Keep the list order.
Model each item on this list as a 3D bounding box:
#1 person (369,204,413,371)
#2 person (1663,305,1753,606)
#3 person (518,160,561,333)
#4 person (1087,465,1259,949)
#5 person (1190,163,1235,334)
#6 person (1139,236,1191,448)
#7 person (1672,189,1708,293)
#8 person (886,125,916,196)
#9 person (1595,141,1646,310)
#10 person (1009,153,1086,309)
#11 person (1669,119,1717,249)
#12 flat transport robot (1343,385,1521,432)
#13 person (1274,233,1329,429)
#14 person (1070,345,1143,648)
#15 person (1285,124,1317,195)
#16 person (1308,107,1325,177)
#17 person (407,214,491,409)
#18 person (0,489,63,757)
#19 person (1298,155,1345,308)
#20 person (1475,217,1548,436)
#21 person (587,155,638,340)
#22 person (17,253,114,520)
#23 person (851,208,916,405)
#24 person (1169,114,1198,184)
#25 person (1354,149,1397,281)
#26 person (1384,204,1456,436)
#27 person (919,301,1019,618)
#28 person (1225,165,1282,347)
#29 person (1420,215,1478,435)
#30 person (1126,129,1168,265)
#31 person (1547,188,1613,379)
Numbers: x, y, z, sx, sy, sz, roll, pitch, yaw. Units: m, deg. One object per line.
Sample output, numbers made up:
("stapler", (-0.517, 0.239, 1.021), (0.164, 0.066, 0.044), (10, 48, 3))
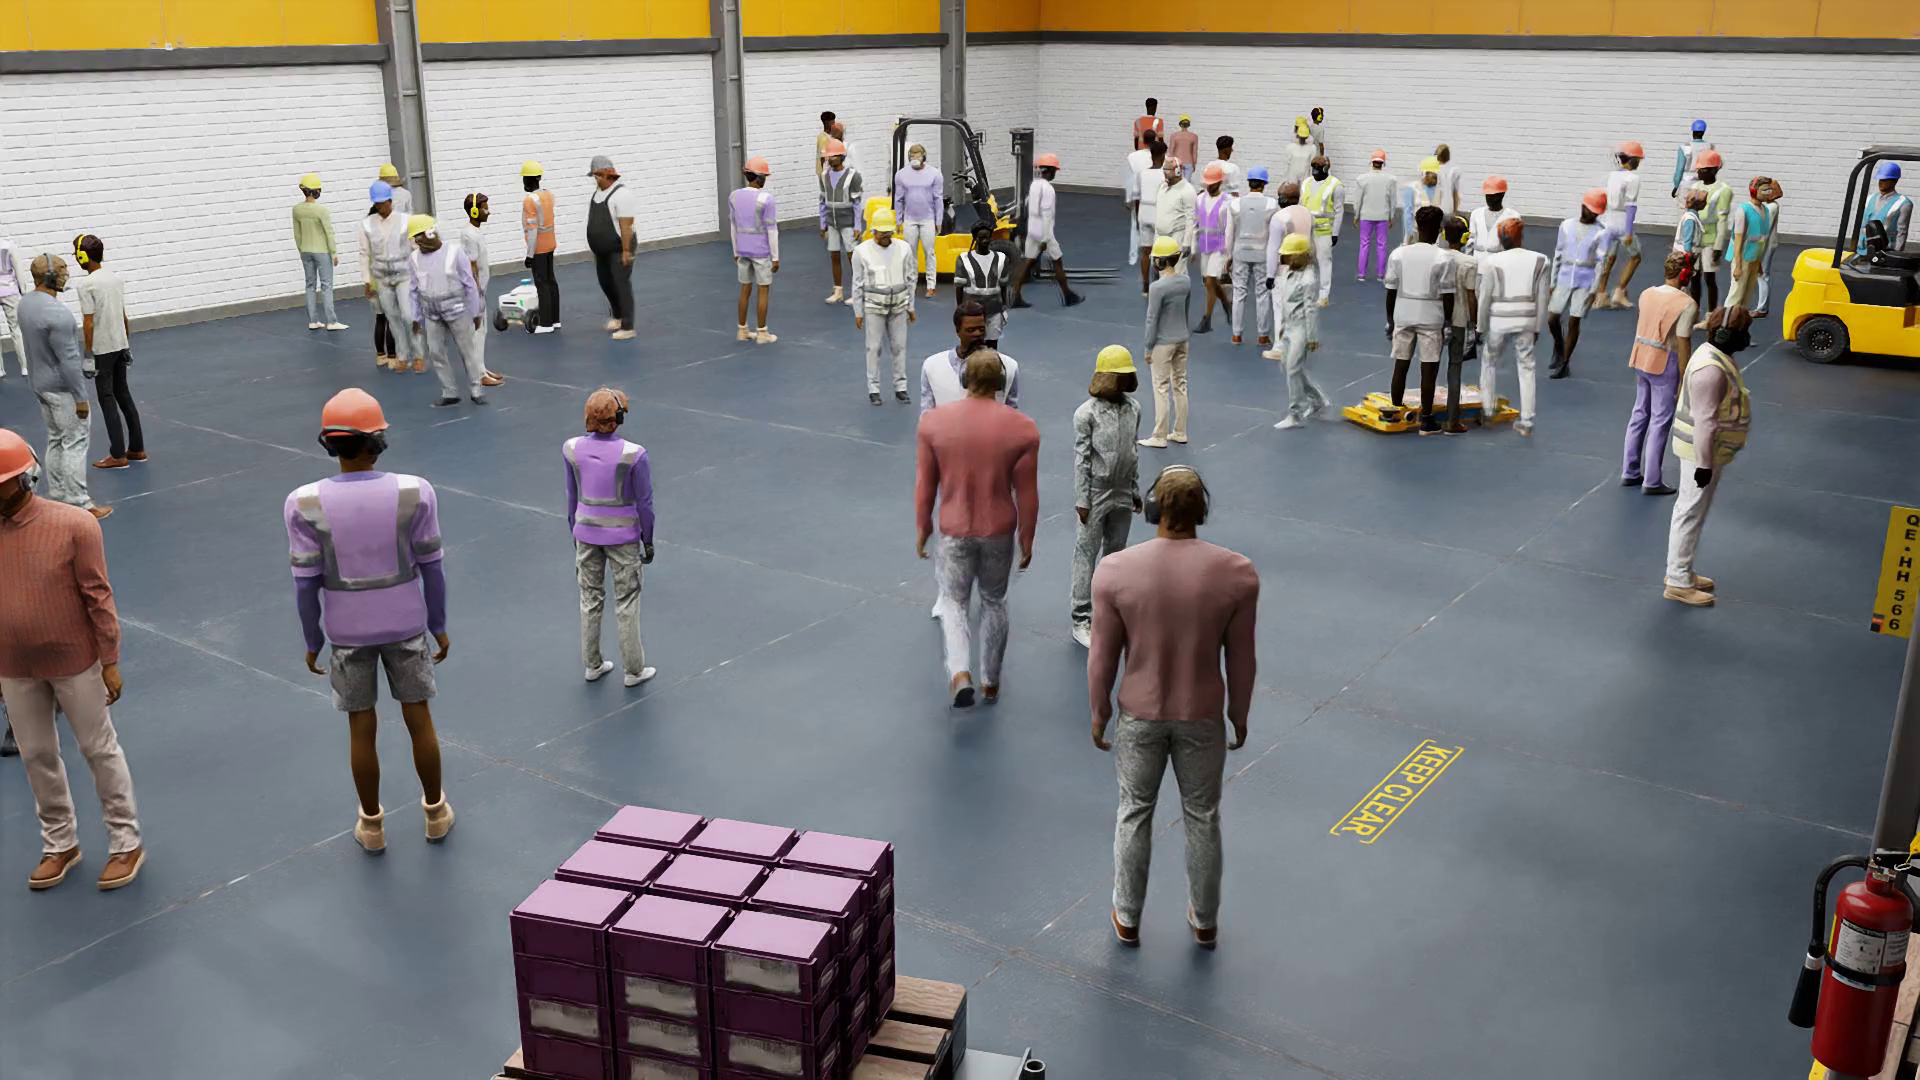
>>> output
("person", (-5.823, -2.564, 16.853), (0.537, 1.690, 0.321), (15, 23, 38))
("person", (4.609, -0.532, 10.243), (0.429, 1.842, 0.629), (8, 20, 24))
("person", (-4.750, -3.299, 18.758), (0.366, 1.927, 0.584), (3, 18, 10))
("person", (0.803, 0.660, 6.379), (0.637, 1.931, 0.369), (1, 18, 5))
("person", (2.949, -3.329, 18.916), (0.821, 1.903, 0.583), (-17, 24, -42))
("person", (1.710, -1.642, 13.853), (0.526, 1.762, 0.343), (-16, 24, -41))
("person", (8.130, -3.104, 18.627), (0.313, 1.633, 0.525), (8, 19, 24))
("person", (-0.891, -5.606, 26.084), (0.673, 1.874, 0.876), (8, 19, 23))
("person", (8.042, -3.785, 20.128), (0.601, 2.019, 0.646), (-4, 18, -13))
("person", (1.028, -3.764, 20.323), (1.000, 1.875, 0.539), (-9, 20, -26))
("person", (11.112, -5.382, 25.239), (0.612, 1.946, 0.405), (-1, 18, -3))
("flat transport robot", (4.214, -1.188, 14.832), (1.431, 0.197, 0.652), (-7, 19, -20))
("person", (2.991, -1.821, 14.474), (0.605, 1.712, 0.506), (-4, 18, -13))
("person", (0.857, -0.254, 9.528), (0.484, 1.746, 0.291), (-14, 22, -36))
("person", (5.640, -6.030, 27.618), (0.528, 1.740, 0.535), (2, 18, 5))
("person", (6.323, -6.761, 29.681), (0.317, 1.870, 0.531), (-11, 21, -31))
("person", (-4.670, -2.067, 15.152), (0.657, 1.787, 0.465), (3, 18, 11))
("person", (-4.722, 0.126, 8.059), (0.587, 1.916, 0.498), (-4, 18, -11))
("person", (4.379, -3.788, 20.426), (0.429, 1.842, 0.635), (-16, 23, -40))
("person", (4.729, -1.844, 14.356), (0.583, 1.852, 0.609), (0, 18, 1))
("person", (-3.837, -3.293, 18.556), (0.607, 2.000, 0.810), (-15, 23, -40))
("person", (-6.364, -1.061, 11.768), (0.635, 1.927, 0.372), (14, 22, 37))
("person", (-0.696, -2.150, 15.343), (0.606, 1.818, 0.403), (-7, 19, -20))
("person", (3.986, -6.729, 29.776), (0.531, 1.754, 0.342), (-2, 18, -7))
("person", (5.580, -4.374, 22.400), (0.561, 1.752, 0.326), (2, 18, 7))
("person", (3.937, -1.878, 14.257), (0.603, 1.962, 0.371), (12, 22, 34))
("person", (0.055, -0.468, 9.944), (0.611, 1.928, 0.387), (0, 18, -1))
("person", (3.169, -3.063, 18.008), (0.605, 1.935, 0.417), (6, 19, 18))
("person", (4.197, -1.843, 14.300), (0.520, 1.871, 0.332), (15, 23, 39))
("person", (2.668, -4.887, 23.780), (0.594, 1.903, 0.423), (1, 18, 3))
("person", (6.092, -2.523, 16.397), (0.568, 1.892, 0.435), (15, 23, 39))
